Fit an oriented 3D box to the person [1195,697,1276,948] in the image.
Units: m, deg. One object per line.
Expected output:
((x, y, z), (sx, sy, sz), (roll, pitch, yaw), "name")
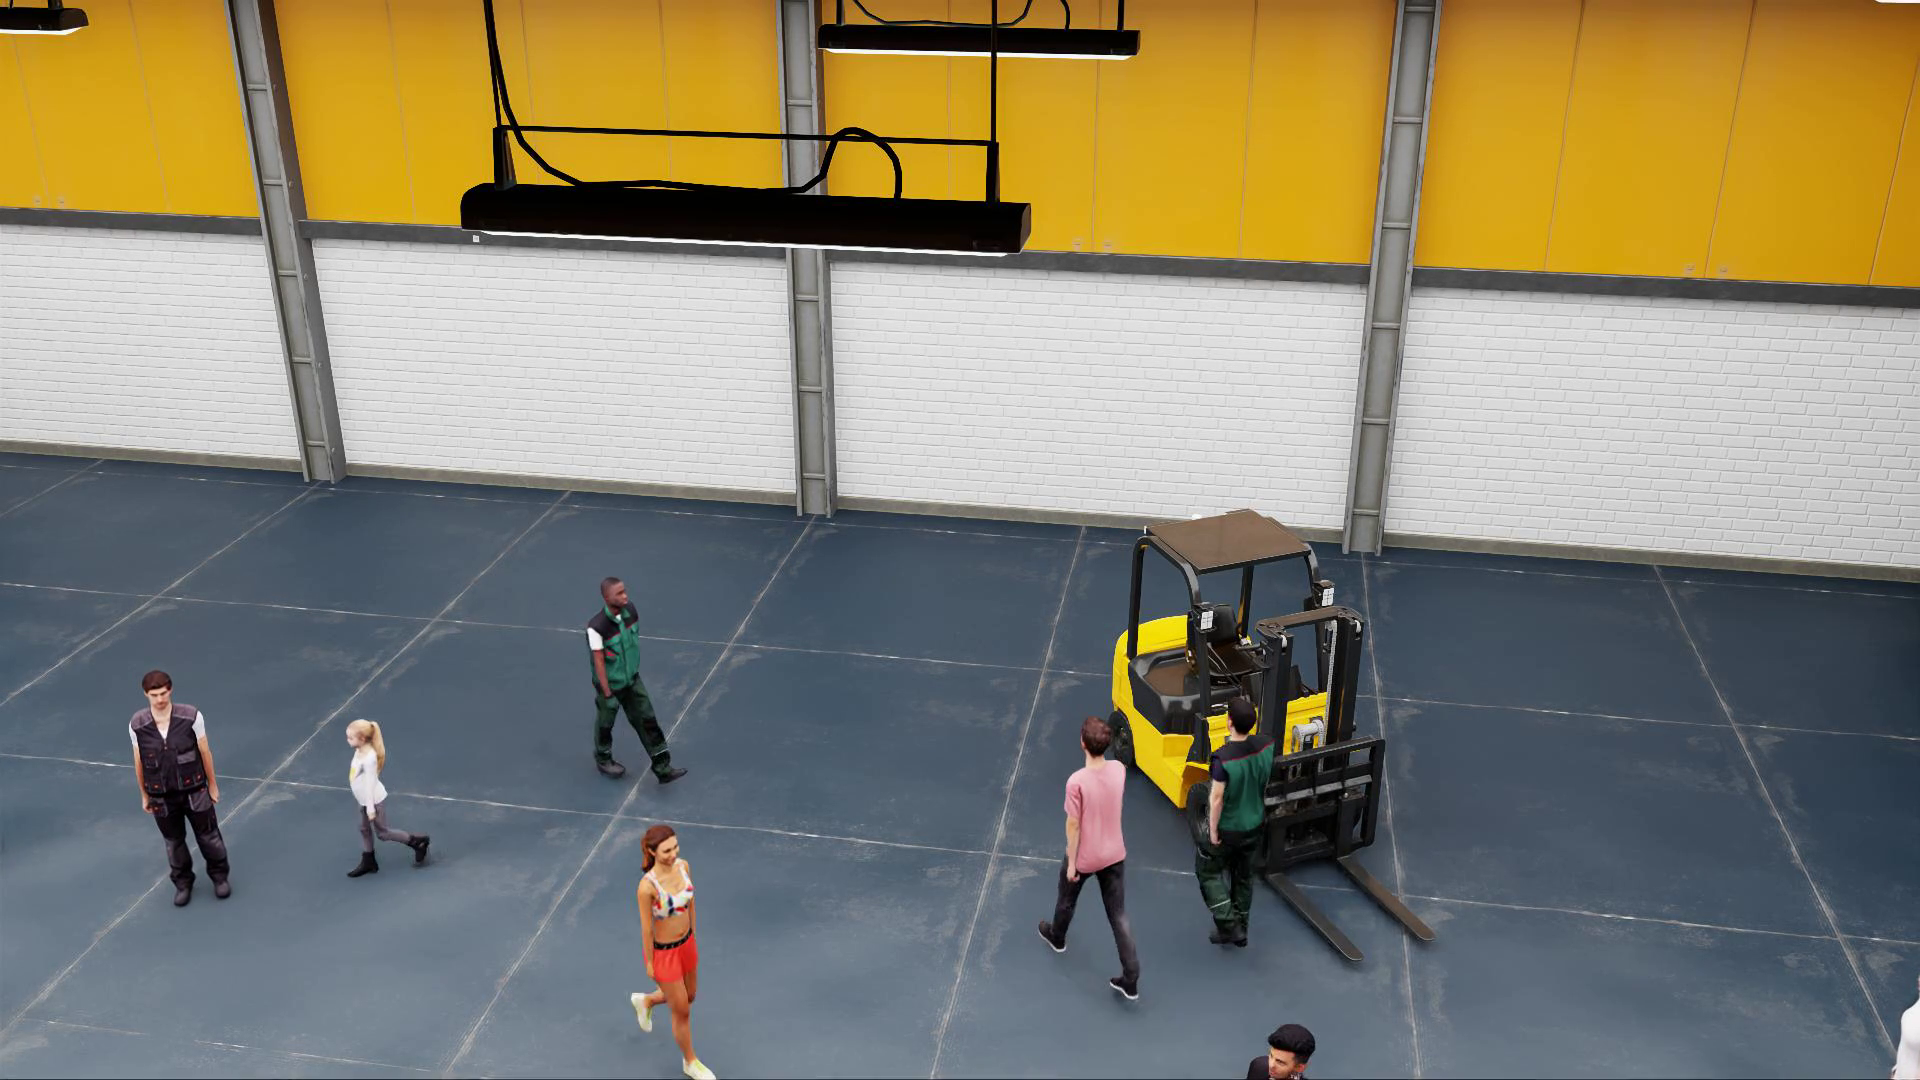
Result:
((1.911, 1.956, 11.201), (0.842, 1.886, 0.908), (-12, 26, -26), "person")

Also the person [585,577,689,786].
((-2.796, 1.119, 13.225), (1.246, 1.798, 0.993), (14, 27, 29), "person")

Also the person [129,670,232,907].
((-5.520, 1.739, 11.750), (0.698, 1.843, 0.811), (-7, 25, -17), "person")

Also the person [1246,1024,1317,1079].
((1.605, 3.196, 8.366), (0.817, 1.884, 0.753), (-16, 28, -32), "person")

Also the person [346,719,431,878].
((-4.232, 1.876, 12.156), (0.879, 1.266, 0.798), (-14, 27, -28), "person")

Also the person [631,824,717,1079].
((-1.812, 2.482, 10.136), (1.056, 1.774, 0.855), (17, 29, 34), "person")

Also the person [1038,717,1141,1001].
((0.939, 2.109, 10.824), (1.238, 1.908, 1.238), (-13, 27, -27), "person")
